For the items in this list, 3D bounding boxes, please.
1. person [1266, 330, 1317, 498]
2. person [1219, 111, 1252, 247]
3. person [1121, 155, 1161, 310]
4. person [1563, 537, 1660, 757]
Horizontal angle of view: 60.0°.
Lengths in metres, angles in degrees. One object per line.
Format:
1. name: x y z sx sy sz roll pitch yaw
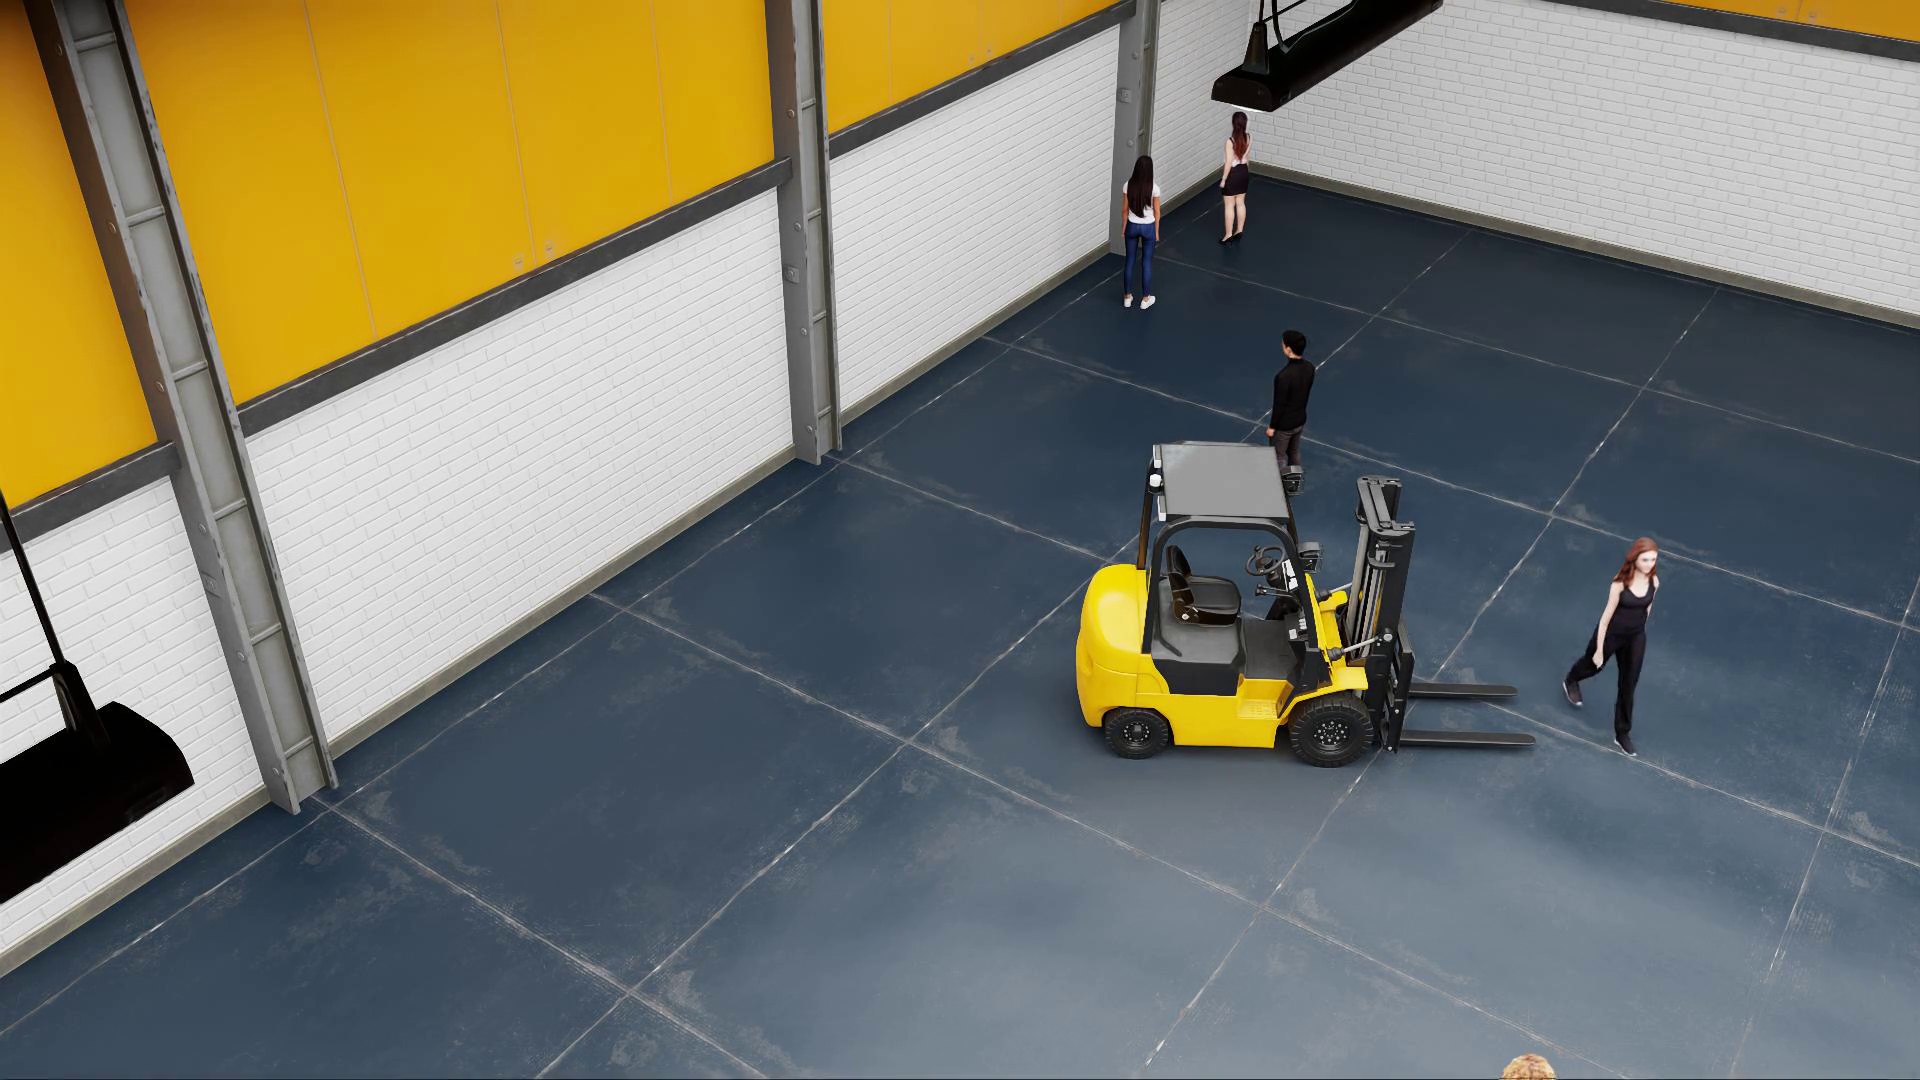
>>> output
1. person: 3.001 -1.125 15.192 0.558 1.722 0.754 -26 42 -34
2. person: 3.331 -4.385 20.165 0.555 1.647 0.685 -22 39 -29
3. person: 2.021 -3.454 18.650 0.636 1.774 0.585 13 36 18
4. person: 4.893 0.680 12.501 1.146 1.696 1.193 -6 34 -9
